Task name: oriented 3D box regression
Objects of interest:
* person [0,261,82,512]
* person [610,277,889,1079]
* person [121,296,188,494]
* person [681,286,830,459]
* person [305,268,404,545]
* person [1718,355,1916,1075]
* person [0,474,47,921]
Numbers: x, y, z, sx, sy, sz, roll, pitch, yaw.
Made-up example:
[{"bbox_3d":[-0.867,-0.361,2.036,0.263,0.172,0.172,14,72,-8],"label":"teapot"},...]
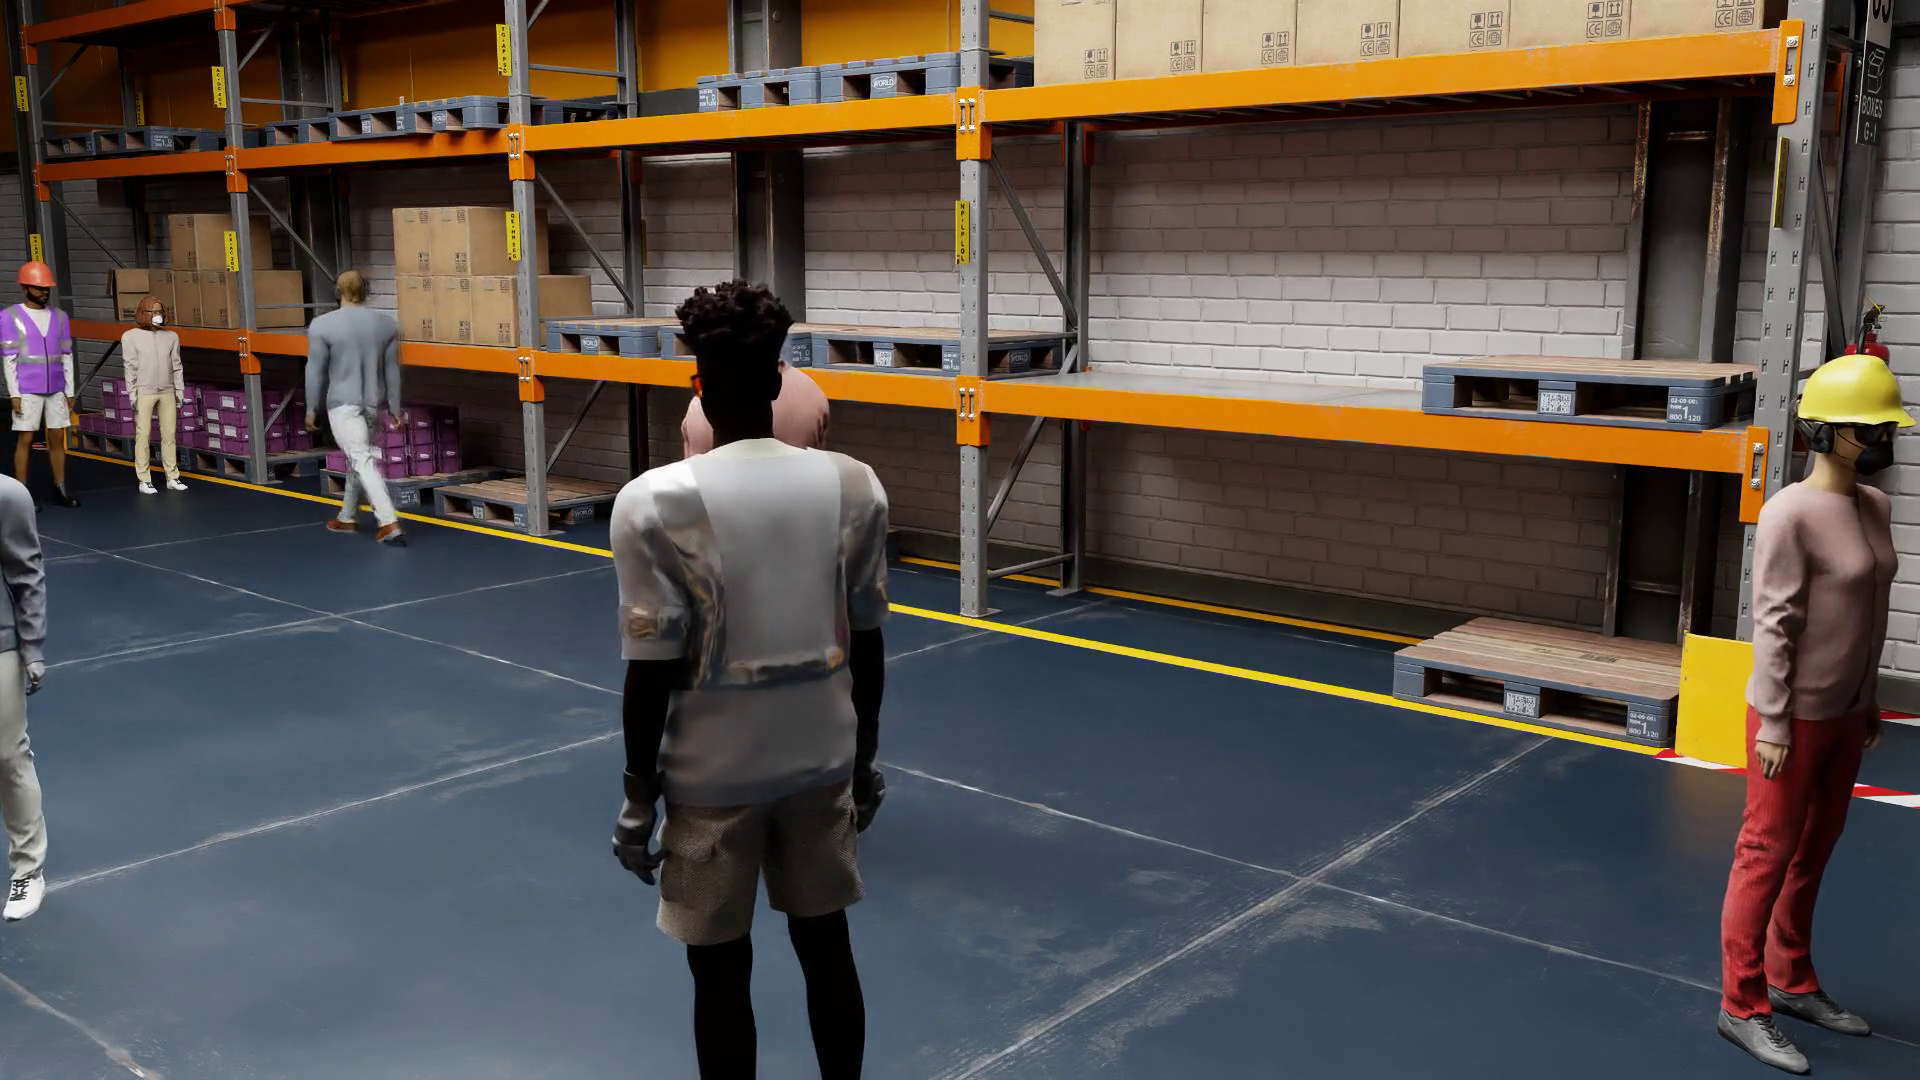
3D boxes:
[{"bbox_3d":[-7.064,-1.173,12.804,0.408,1.928,0.546,6,12,33],"label":"person"},{"bbox_3d":[-0.424,0.453,3.417,0.614,1.962,0.366,-7,12,-34],"label":"person"},{"bbox_3d":[-6.675,-1.201,13.801,0.277,1.629,0.496,7,12,35],"label":"person"},{"bbox_3d":[-0.714,0.108,5.565,0.407,1.903,0.639,6,12,31],"label":"person"},{"bbox_3d":[-4.152,-0.919,11.474,1.043,1.894,0.638,8,13,39],"label":"person"},{"bbox_3d":[2.147,0.425,4.147,0.532,1.768,0.311,-7,12,-36],"label":"person"},{"bbox_3d":[-2.994,0.344,4.978,0.504,1.632,0.269,-1,10,-4],"label":"person"}]
